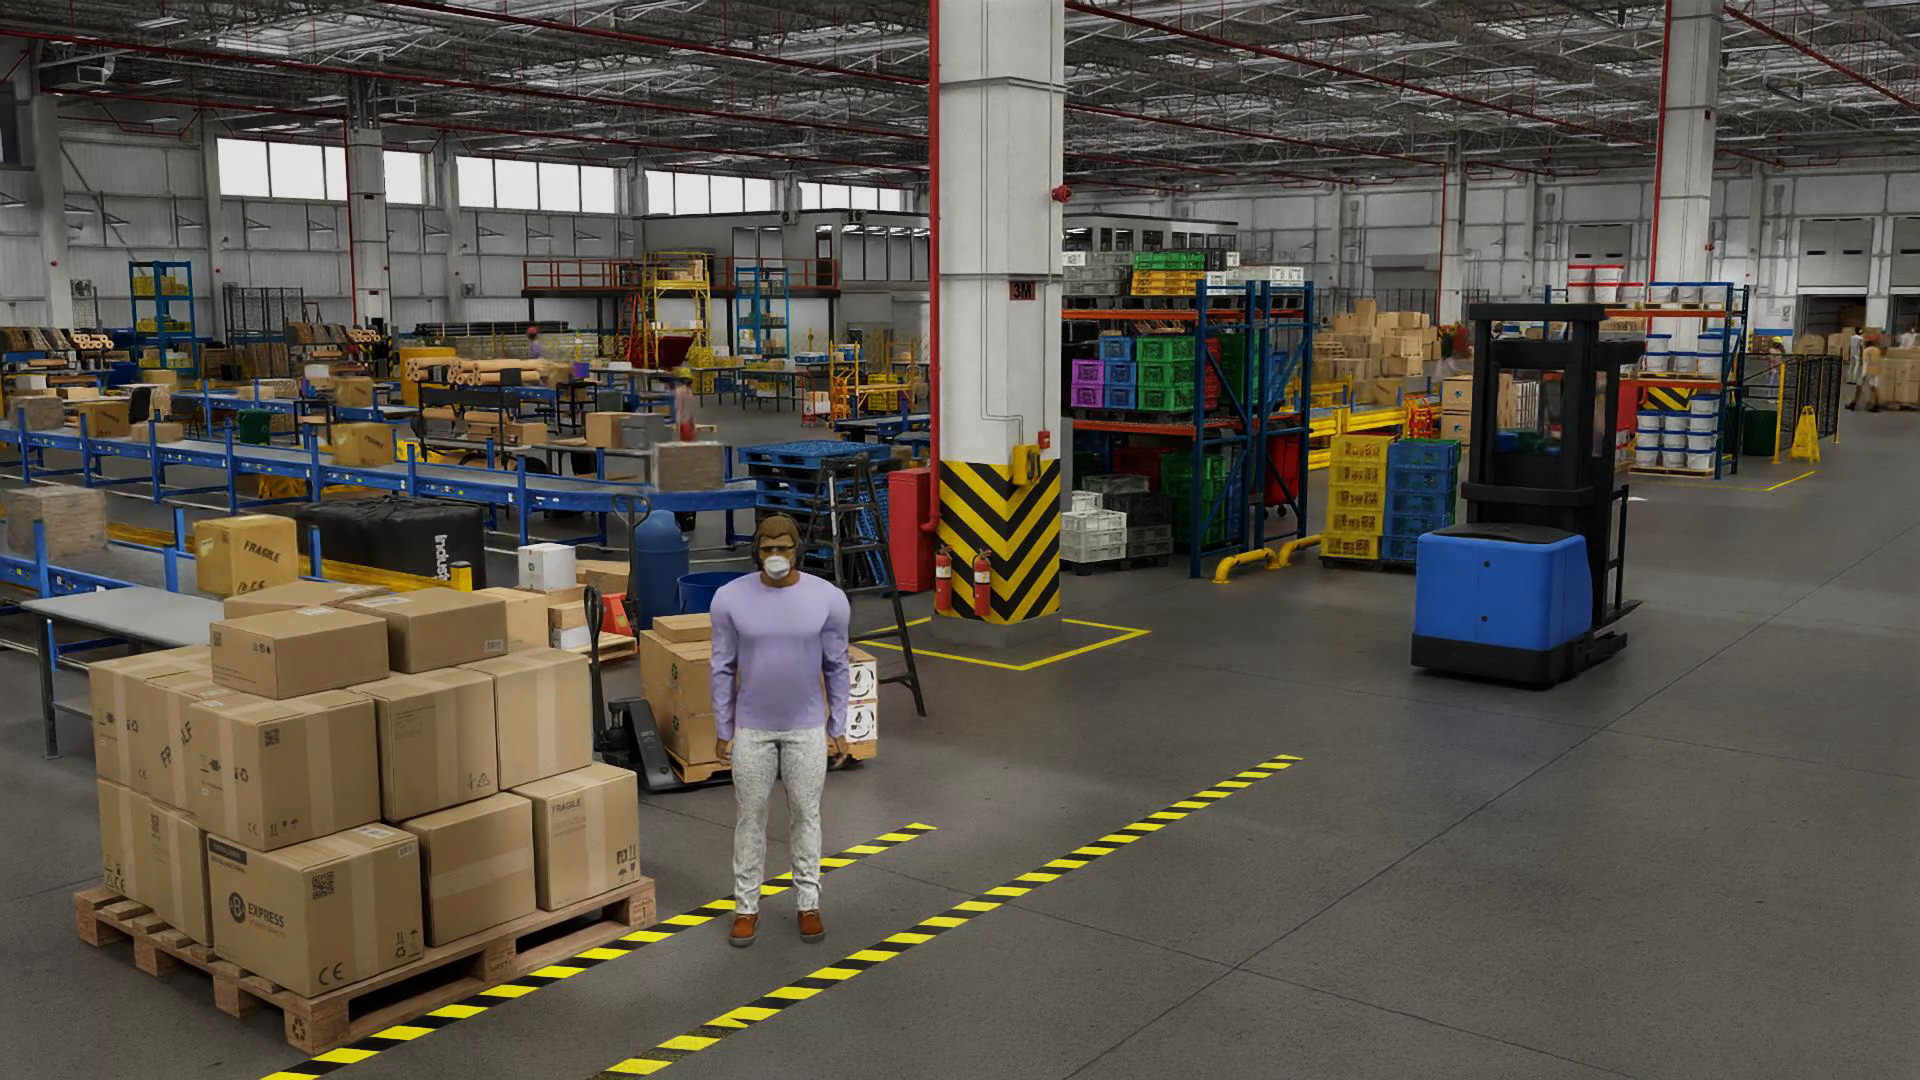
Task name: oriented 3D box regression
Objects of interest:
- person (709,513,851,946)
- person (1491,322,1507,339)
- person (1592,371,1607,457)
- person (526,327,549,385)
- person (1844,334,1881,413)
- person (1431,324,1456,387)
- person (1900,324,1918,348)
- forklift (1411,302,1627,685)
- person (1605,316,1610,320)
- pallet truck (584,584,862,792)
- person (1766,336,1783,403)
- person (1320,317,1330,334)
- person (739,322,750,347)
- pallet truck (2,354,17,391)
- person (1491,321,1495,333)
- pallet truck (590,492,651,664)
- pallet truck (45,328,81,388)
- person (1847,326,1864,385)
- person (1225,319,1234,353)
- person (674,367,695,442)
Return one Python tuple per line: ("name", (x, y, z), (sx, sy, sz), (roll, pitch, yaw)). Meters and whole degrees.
("person", (-0.796, 0.837, 7.412), (0.628, 1.940, 0.377), (-1, 8, -5))
("person", (16.023, -5.461, 49.533), (0.536, 2.000, 0.683), (-7, 11, -40))
("person", (8.223, -1.244, 21.620), (0.671, 1.884, 0.541), (-7, 11, -39))
("person", (-11.629, -4.825, 45.474), (1.071, 1.987, 0.619), (-1, 9, -8))
("person", (22.169, -4.078, 40.696), (0.551, 1.885, 0.980), (-3, 9, -18))
("person", (15.084, -5.695, 51.475), (1.042, 1.946, 0.616), (-1, 9, -8))
("person", (31.088, -6.139, 54.611), (0.640, 1.906, 0.969), (-2, 9, -13))
("forklift", (4.379, -0.438, 12.852), (1.129, 2.768, 1.873), (7, 11, 37))
("person", (29.067, -9.117, 74.618), (0.644, 1.900, 0.955), (-3, 9, -22))
("pallet truck", (-1.426, 0.805, 10.019), (1.601, 1.201, 0.680), (-4, 9, -26))
("person", (21.482, -4.483, 43.848), (0.525, 1.772, 0.307), (-7, 11, -39))
("person", (16.479, -9.176, 75.266), (0.619, 1.838, 0.430), (-3, 9, -19))
("person", (-8.198, -7.469, 63.683), (0.798, 1.862, 0.586), (6, 11, 37))
("pallet truck", (-24.881, -4.417, 42.634), (1.885, 1.965, 0.823), (8, 11, 41))
("person", (25.508, -9.906, 80.041), (0.849, 1.871, 0.672), (6, 10, 36))
("pallet truck", (-3.115, 0.344, 12.883), (0.653, 1.274, 1.630), (7, 11, 37))
("pallet truck", (-23.775, -4.544, 43.495), (1.885, 1.965, 0.823), (6, 10, 35))
("person", (28.363, -5.832, 52.660), (0.328, 1.861, 0.503), (-4, 9, -23))
("person", (10.827, -7.961, 66.761), (0.388, 1.930, 0.547), (2, 9, 16))
("person", (-4.416, -1.874, 26.364), (0.801, 1.736, 0.530), (1, 9, 9))
